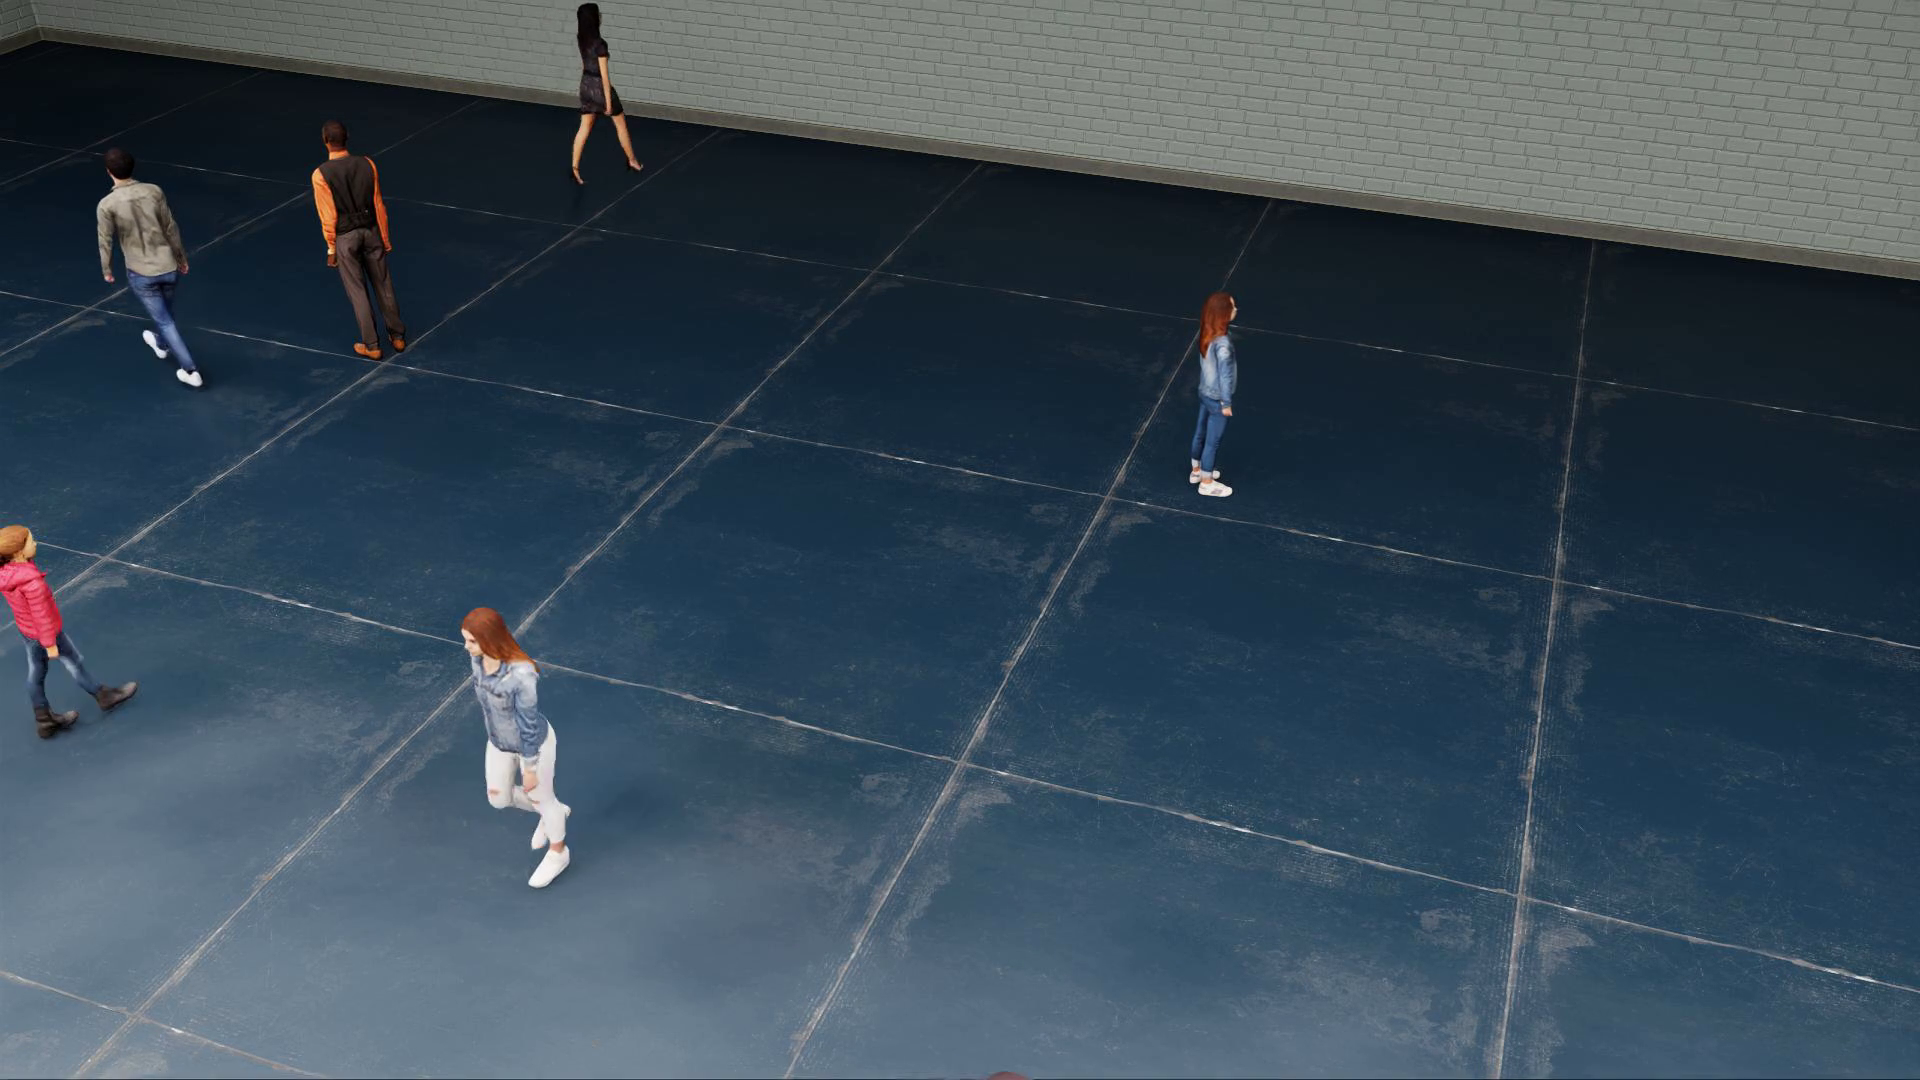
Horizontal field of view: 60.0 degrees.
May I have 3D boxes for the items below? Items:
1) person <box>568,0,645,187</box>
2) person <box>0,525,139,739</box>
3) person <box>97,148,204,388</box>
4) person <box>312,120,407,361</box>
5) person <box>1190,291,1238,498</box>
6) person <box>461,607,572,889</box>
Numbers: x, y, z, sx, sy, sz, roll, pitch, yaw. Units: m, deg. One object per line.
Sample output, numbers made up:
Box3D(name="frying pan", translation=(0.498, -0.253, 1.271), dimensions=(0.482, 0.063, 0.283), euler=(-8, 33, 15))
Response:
Box3D(name="person", translation=(-3.579, -4.247, 16.063), dimensions=(0.849, 1.745, 1.173), euler=(25, 40, 33))
Box3D(name="person", translation=(-5.107, 0.533, 9.123), dimensions=(0.679, 1.298, 0.851), euler=(23, 40, 31))
Box3D(name="person", translation=(-6.052, -1.996, 12.532), dimensions=(1.018, 1.822, 1.156), euler=(24, 40, 32))
Box3D(name="person", translation=(-4.697, -2.336, 12.976), dimensions=(0.723, 1.907, 0.855), euler=(-27, 42, -35))
Box3D(name="person", translation=(1.728, -1.001, 11.316), dimensions=(0.701, 1.477, 0.598), euler=(-6, 34, -10))
Box3D(name="person", translation=(-2.075, 0.948, 8.130), dimensions=(0.695, 1.685, 0.764), euler=(20, 38, 28))
